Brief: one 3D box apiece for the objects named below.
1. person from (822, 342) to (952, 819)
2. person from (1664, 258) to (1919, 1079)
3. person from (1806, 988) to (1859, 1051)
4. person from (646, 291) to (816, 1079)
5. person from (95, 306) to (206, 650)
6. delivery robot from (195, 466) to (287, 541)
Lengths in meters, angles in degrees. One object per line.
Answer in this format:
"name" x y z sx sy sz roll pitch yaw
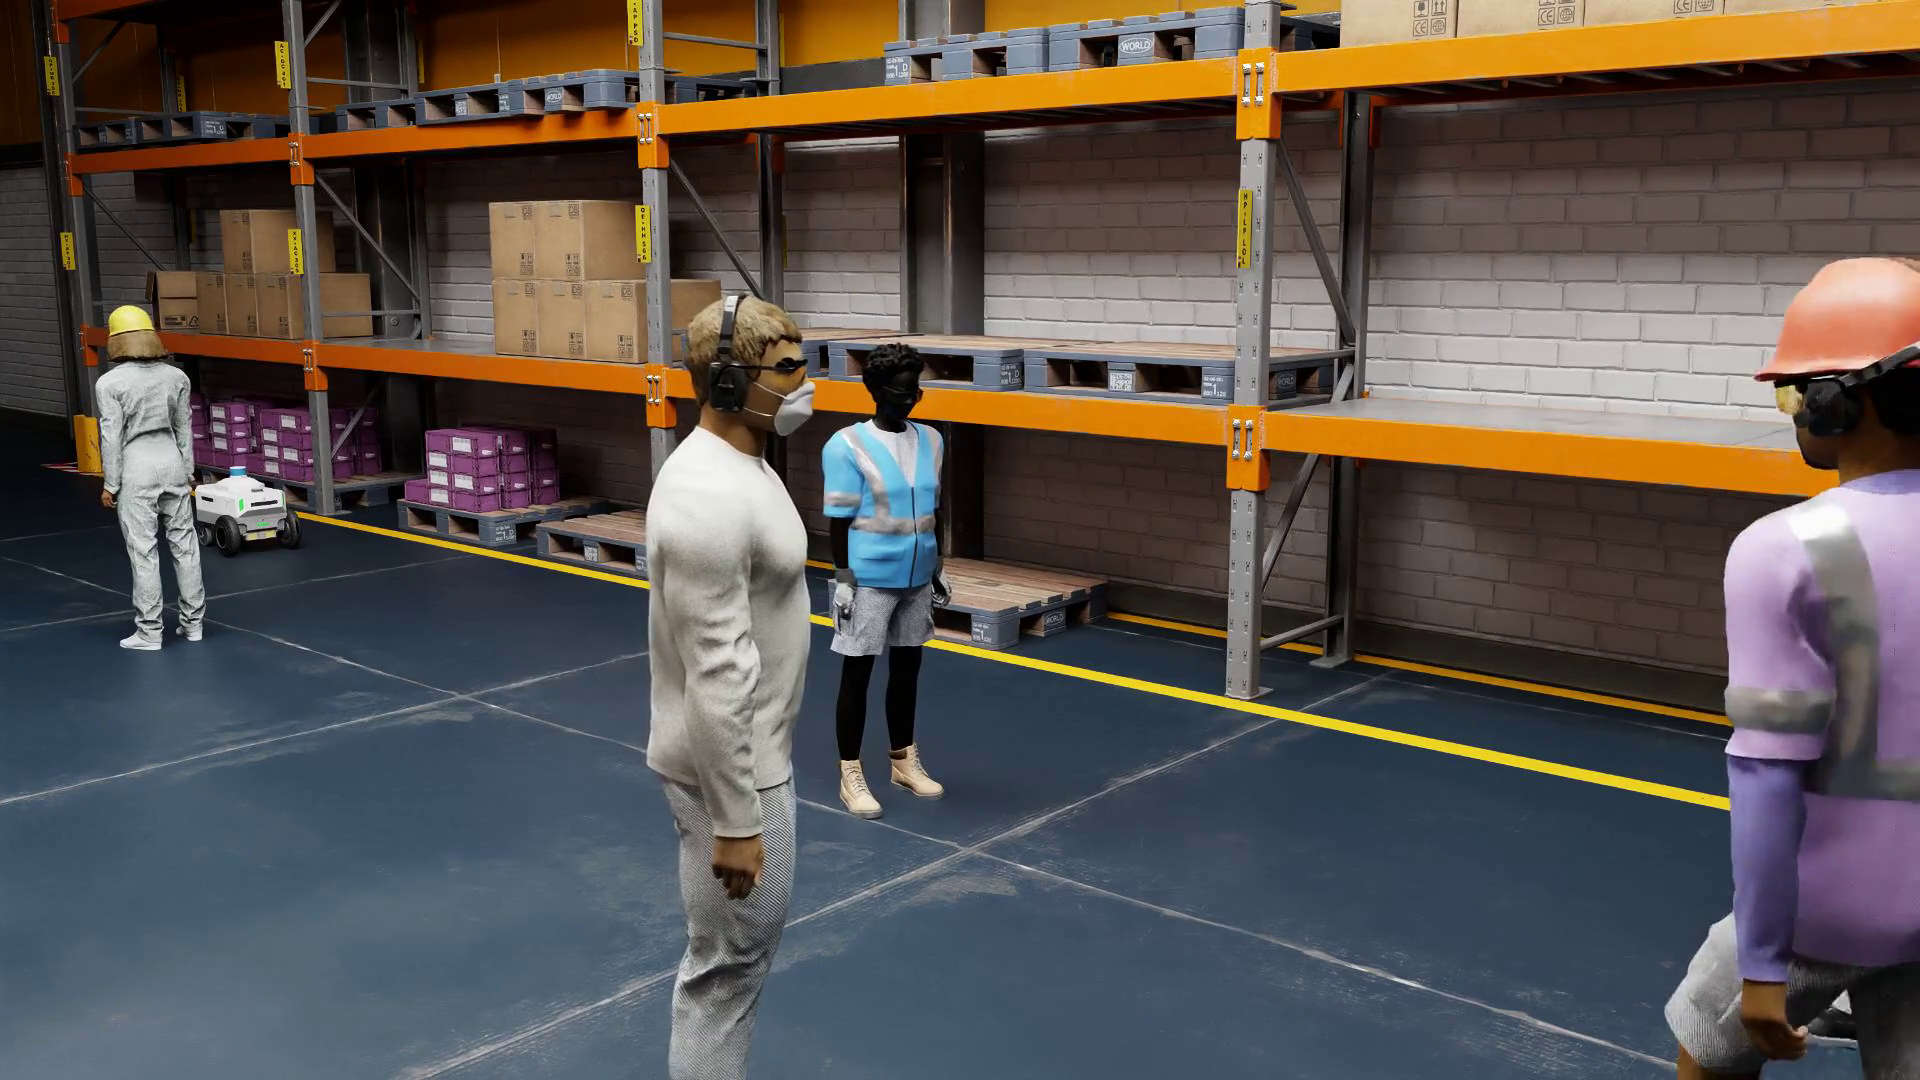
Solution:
"person" -0.255 0.137 5.989 0.533 1.694 0.319 -9 13 -40
"person" 1.429 0.545 2.809 0.615 1.999 0.968 -2 10 -12
"person" 2.331 0.379 4.215 0.404 1.830 0.599 9 13 40
"person" -0.449 0.473 3.375 0.355 1.938 0.636 -1 10 -5
"person" -4.117 -0.312 8.426 0.305 1.736 0.484 6 12 32
"delivery robot" -4.838 -0.252 11.177 0.707 0.478 0.477 9 13 41
